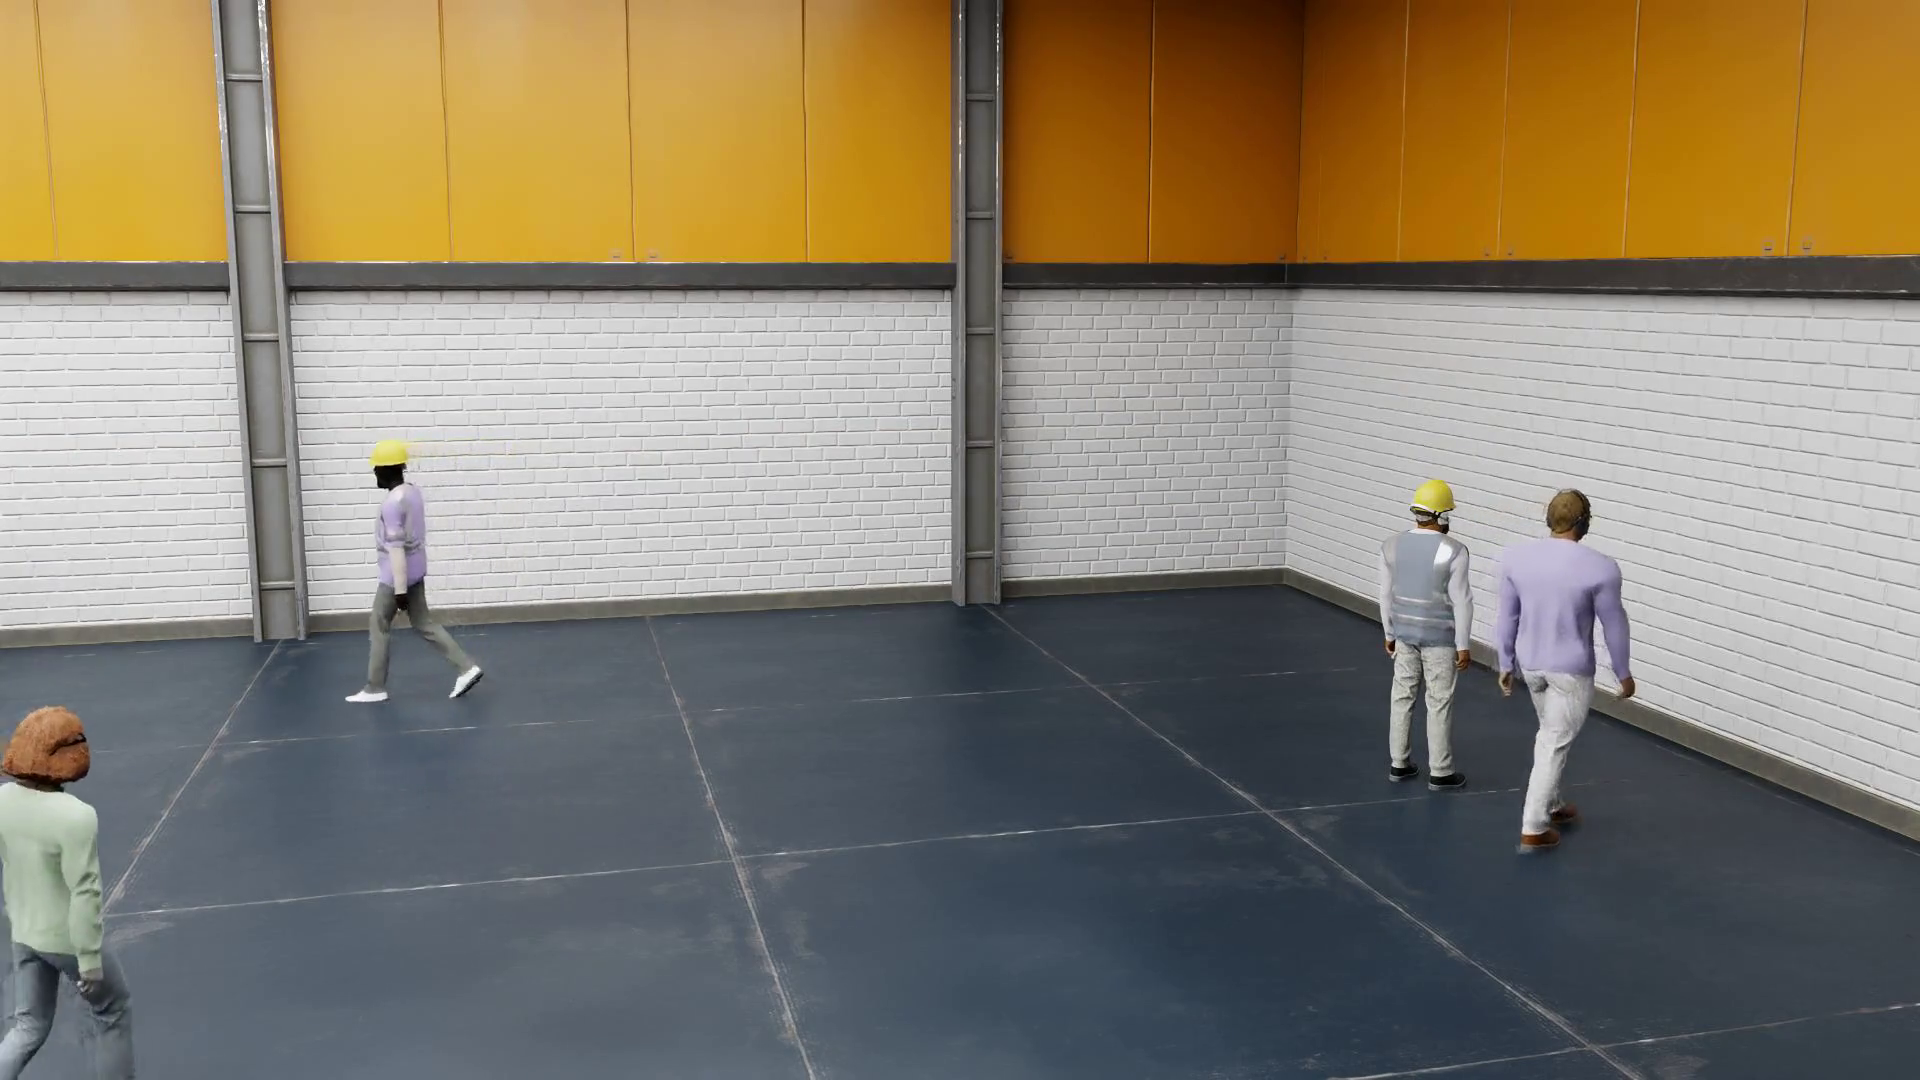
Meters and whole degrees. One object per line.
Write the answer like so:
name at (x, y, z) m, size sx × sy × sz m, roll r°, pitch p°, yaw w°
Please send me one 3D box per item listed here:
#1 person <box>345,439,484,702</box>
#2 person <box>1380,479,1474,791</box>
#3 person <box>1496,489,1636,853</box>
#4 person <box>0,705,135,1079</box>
person at (-3.884, 0.223, 11.736) m, size 0.919 × 1.901 × 0.595 m, roll 1°, pitch 9°, yaw 3°
person at (2.766, 0.555, 9.825) m, size 0.403 × 1.834 × 0.589 m, roll -8°, pitch 12°, yaw -42°
person at (3.237, 0.676, 8.818) m, size 0.805 × 1.907 × 0.635 m, roll -7°, pitch 11°, yaw -36°
person at (-3.077, 1.348, 5.579) m, size 0.507 × 1.602 × 0.769 m, roll 4°, pitch 10°, yaw 26°
